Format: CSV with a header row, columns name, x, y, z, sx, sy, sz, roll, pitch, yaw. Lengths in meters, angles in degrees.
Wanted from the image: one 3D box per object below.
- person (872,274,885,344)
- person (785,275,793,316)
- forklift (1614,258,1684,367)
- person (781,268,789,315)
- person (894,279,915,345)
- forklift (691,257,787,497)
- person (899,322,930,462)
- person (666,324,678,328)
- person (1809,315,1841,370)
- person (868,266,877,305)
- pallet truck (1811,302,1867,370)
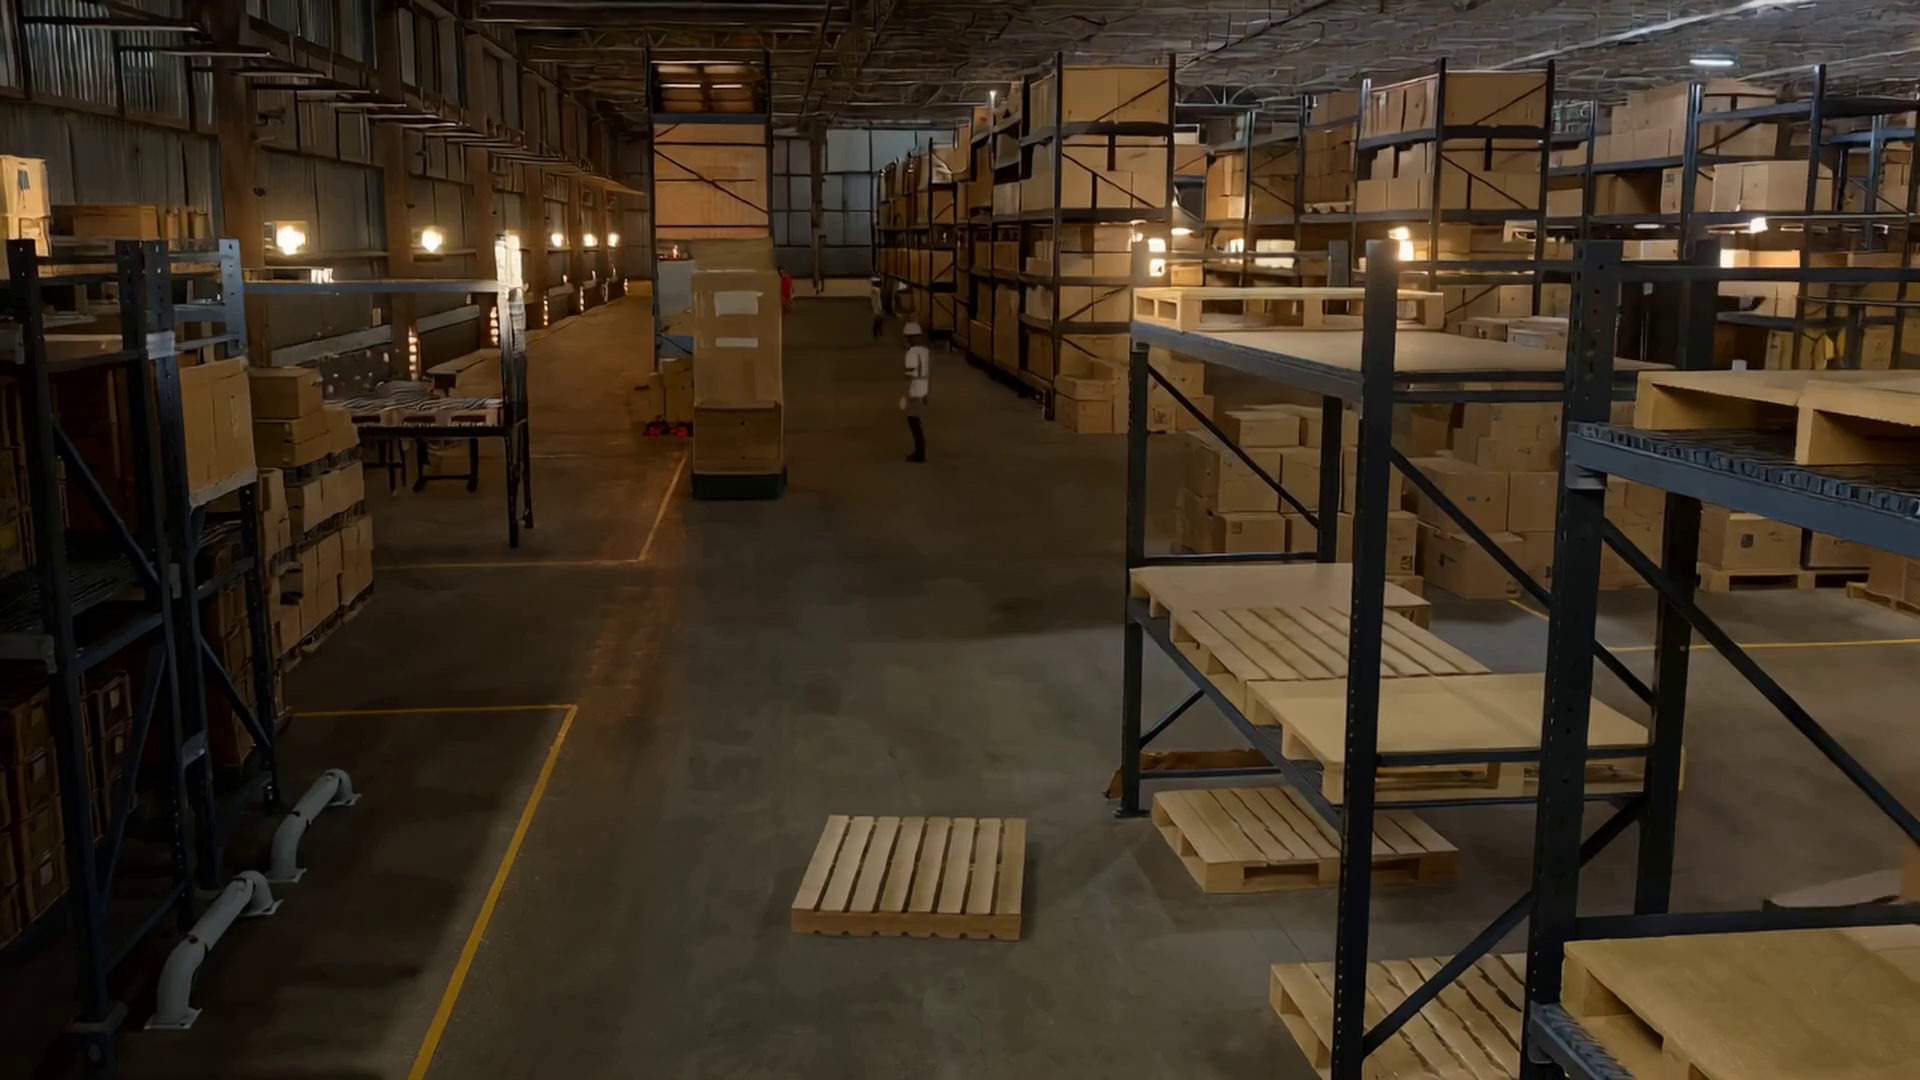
name,x,y,z,sx,sy,sz,roll,pitch,yaw
person,-2.388,-6.756,48.740,0.456,2.026,0.617,-1,10,-6
person,-6.875,-9.850,66.948,0.308,1.641,0.514,-1,10,-4
forklift,7.710,-1.785,18.824,1.873,2.768,1.129,-1,10,-7
person,-7.103,-10.033,67.240,0.400,1.905,0.643,5,11,26
person,-1.576,-6.586,48.167,0.707,1.905,0.438,-7,13,-35
forklift,-2.686,-2.012,20.084,1.129,2.768,1.873,-1,10,-6
person,-0.654,-2.018,22.744,0.479,1.923,0.556,4,11,23
person,-7.493,-5.702,43.809,0.533,1.697,0.322,-7,12,-35
person,13.133,-2.467,25.302,0.397,1.911,0.587,10,14,43
person,-3.860,-12.048,78.459,1.058,1.872,0.629,-3,11,-15
pallet truck,15.846,-3.142,28.793,1.885,1.965,0.823,2,10,12
